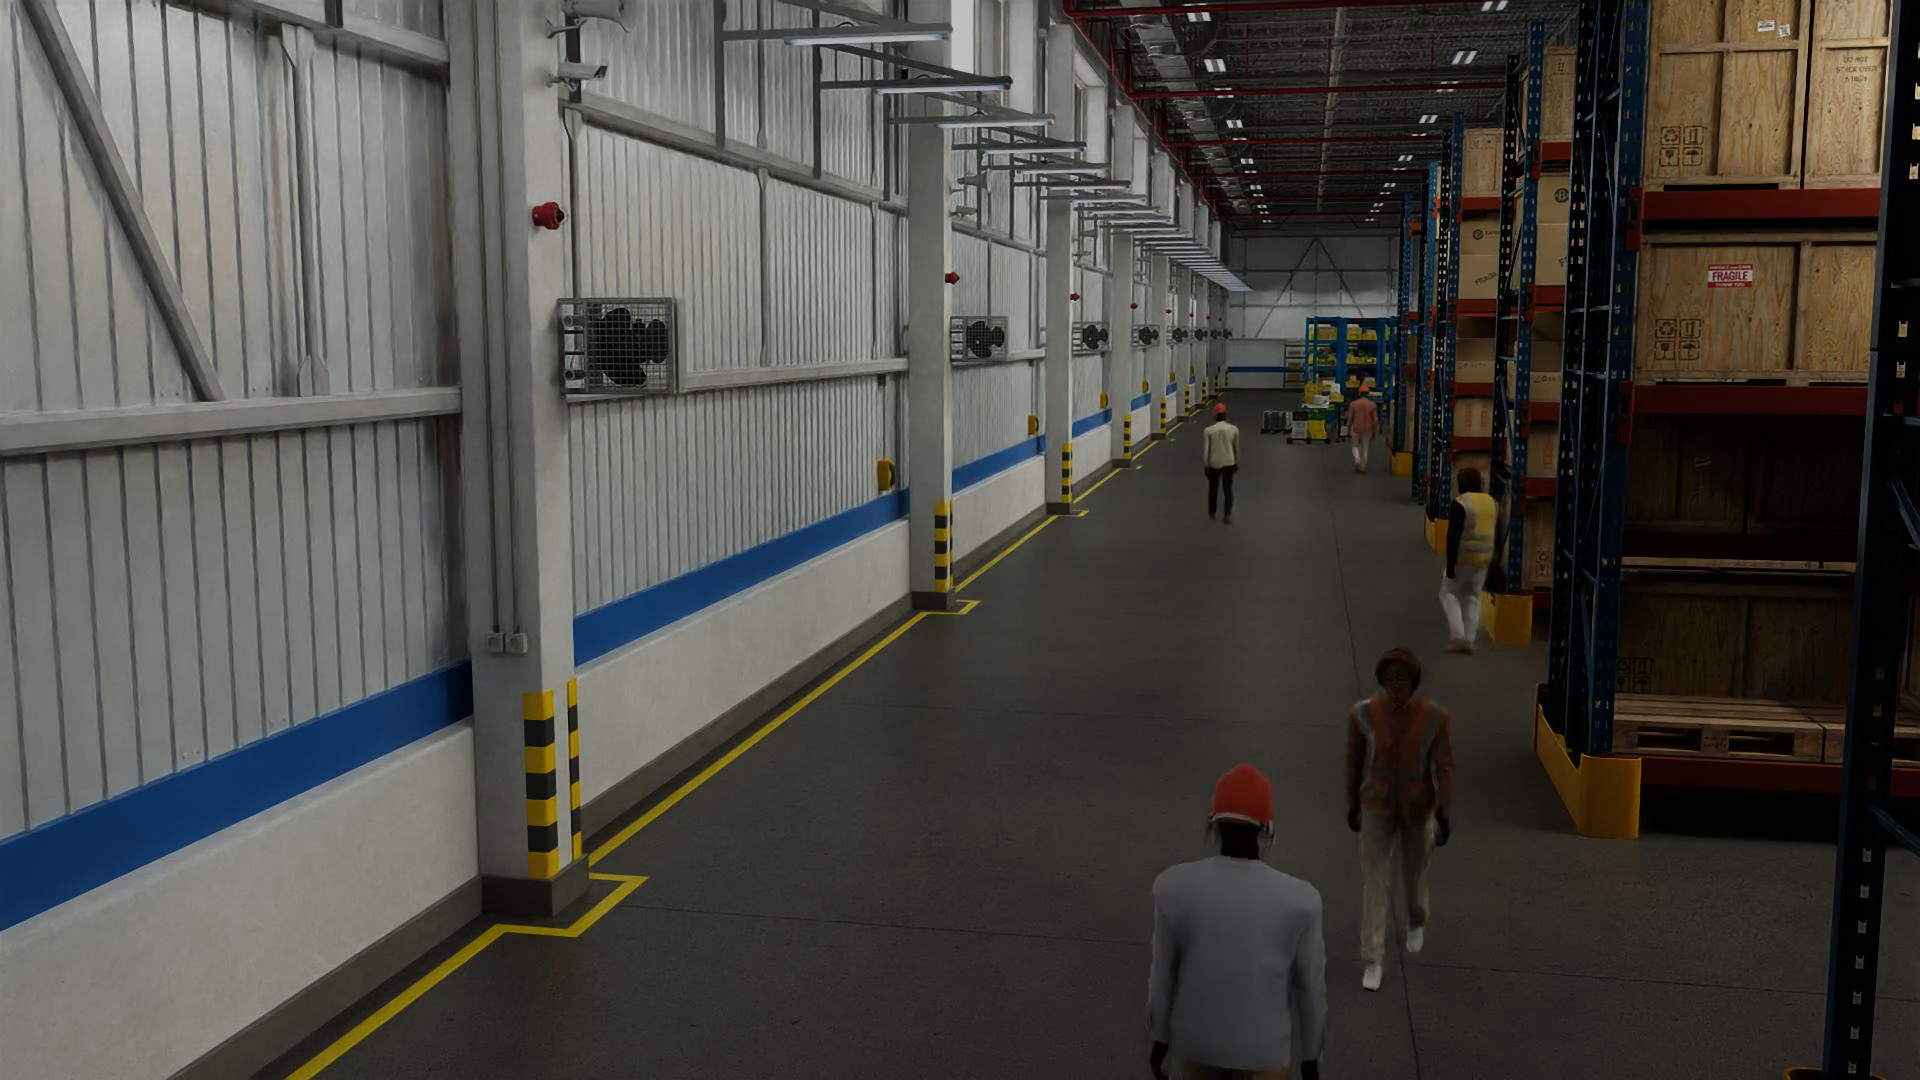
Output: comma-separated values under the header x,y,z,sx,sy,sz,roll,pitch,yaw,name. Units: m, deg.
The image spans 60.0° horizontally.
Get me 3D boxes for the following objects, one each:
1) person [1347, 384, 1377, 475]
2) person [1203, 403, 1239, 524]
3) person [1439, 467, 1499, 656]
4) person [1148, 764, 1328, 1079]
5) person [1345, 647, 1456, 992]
x,y,z,sx,sy,sz,roll,pitch,yaw,name
8.739,-2.397,36.146,0.653,1.979,0.439,1,7,5,person
4.259,-1.250,27.093,0.609,1.955,1.008,0,7,3,person
4.894,0.214,15.973,0.658,1.815,0.441,-4,8,-29,person
0.863,1.586,5.286,0.572,1.730,0.716,3,8,22,person
2.133,1.296,8.083,0.515,1.601,0.811,2,7,16,person
